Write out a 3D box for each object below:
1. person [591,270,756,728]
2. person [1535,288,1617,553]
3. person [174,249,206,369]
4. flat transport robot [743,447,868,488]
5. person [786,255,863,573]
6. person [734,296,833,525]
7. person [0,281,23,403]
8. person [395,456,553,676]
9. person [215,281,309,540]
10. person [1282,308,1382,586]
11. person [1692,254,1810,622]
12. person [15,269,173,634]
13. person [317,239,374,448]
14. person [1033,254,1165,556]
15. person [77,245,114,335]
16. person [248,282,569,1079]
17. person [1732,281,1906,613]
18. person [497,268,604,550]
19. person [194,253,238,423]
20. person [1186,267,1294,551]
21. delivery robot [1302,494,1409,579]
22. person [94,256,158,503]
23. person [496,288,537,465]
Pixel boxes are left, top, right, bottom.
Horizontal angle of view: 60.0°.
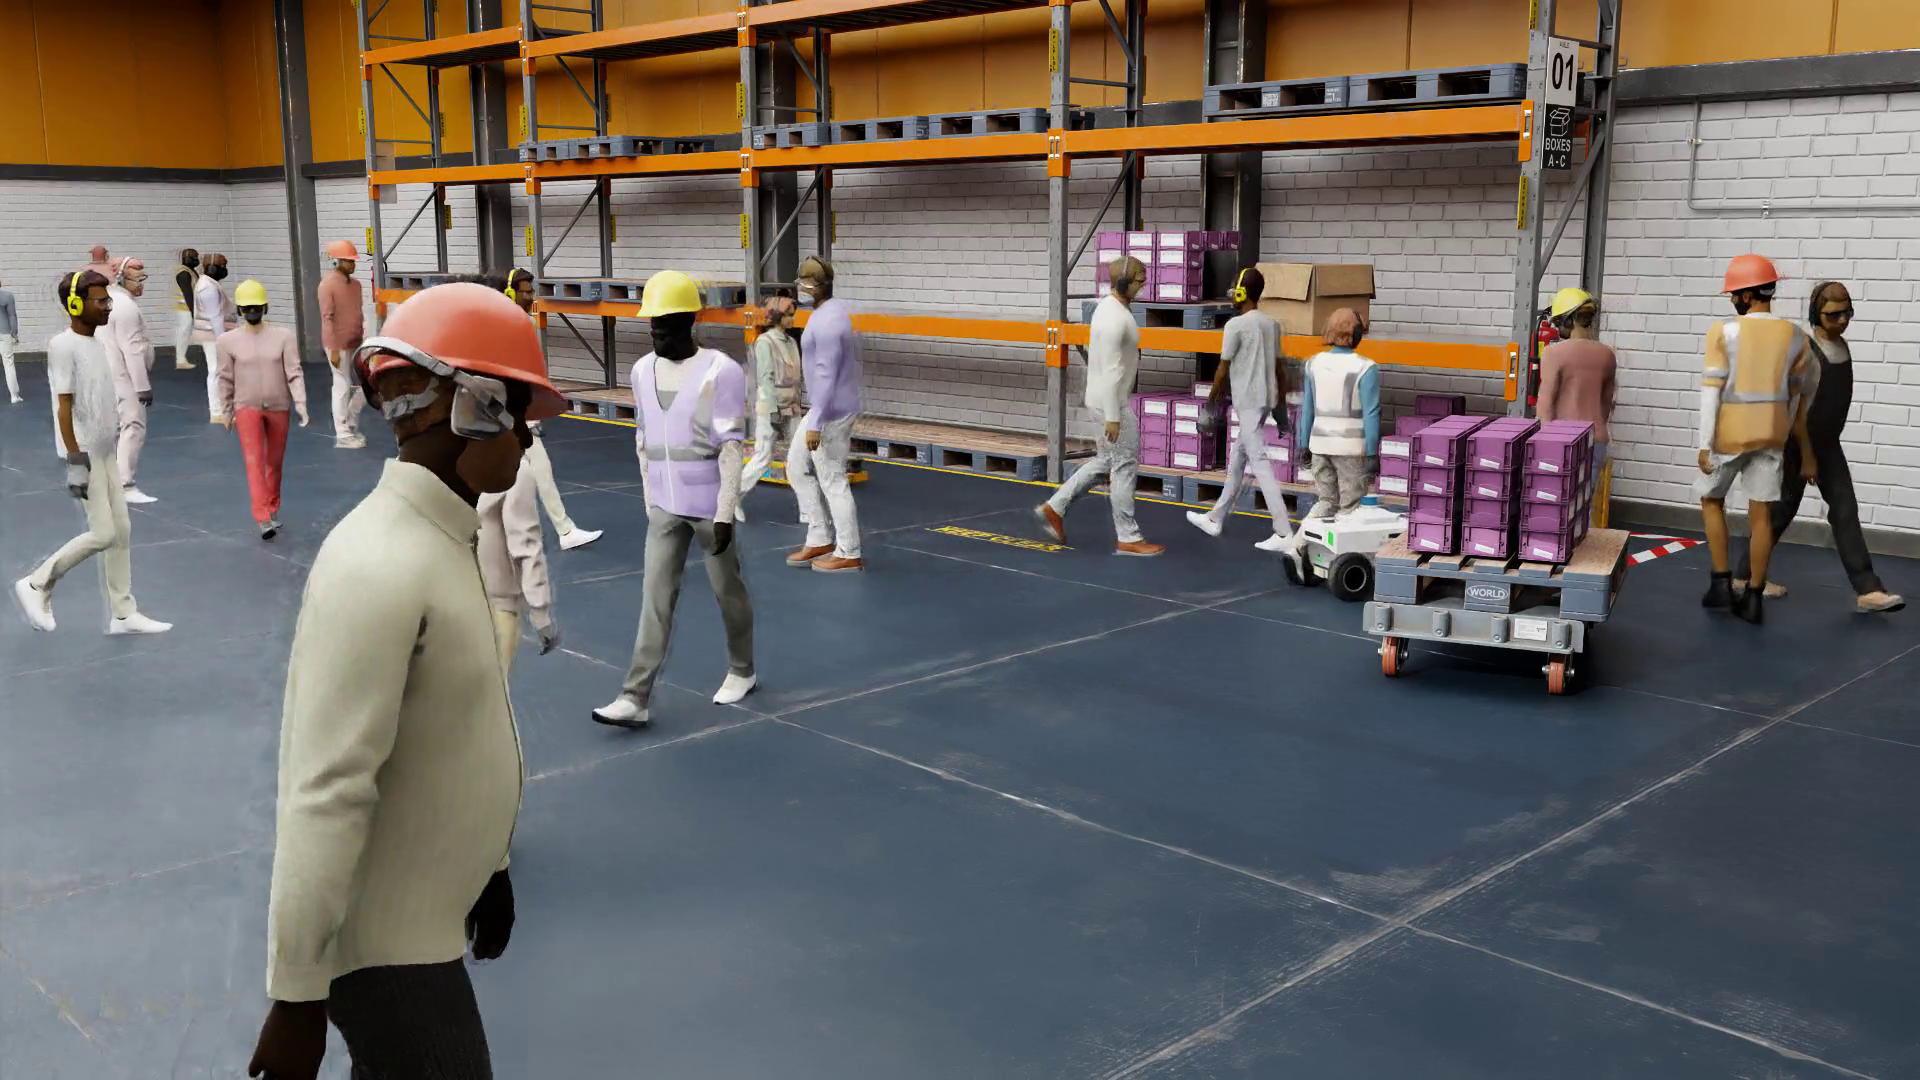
[{"bbox_3d":[-1.149,-0.168,6.905,0.605,1.872,0.995,5,12,27],"label":"person"},{"bbox_3d":[3.392,-0.527,9.249,0.552,1.722,0.478,-3,11,-18],"label":"person"},{"bbox_3d":[-11.576,-3.503,25.274,0.829,1.807,0.656,-2,11,-11],"label":"person"},{"bbox_3d":[-1.497,-0.612,13.713,1.431,0.197,0.652,9,14,40],"label":"flat transport robot"},{"bbox_3d":[-0.864,-0.726,9.880,0.631,1.901,0.667,0,10,-2],"label":"person"},{"bbox_3d":[-1.305,-0.897,11.620,0.761,1.608,0.516,5,12,26],"label":"person"},{"bbox_3d":[-11.626,-2.455,20.042,0.501,1.633,0.286,-5,11,-23],"label":"person"},{"bbox_3d":[-1.589,0.258,5.298,0.540,1.615,0.517,2,11,13],"label":"person"},{"bbox_3d":[-4.703,-0.881,11.232,0.526,1.719,0.912,-7,12,-33],"label":"person"},{"bbox_3d":[2.129,-0.501,9.410,0.483,1.619,0.537,-8,13,-36],"label":"person"},{"bbox_3d":[4.140,-0.535,8.765,0.560,1.918,0.510,1,10,6],"label":"person"},{"bbox_3d":[-4.384,-0.417,8.324,0.614,1.858,0.532,-1,10,-4],"label":"person"},{"bbox_3d":[-5.808,-1.849,15.784,0.442,1.976,0.651,3,11,16],"label":"person"},{"bbox_3d":[0.899,-0.838,10.468,0.752,1.915,0.641,1,10,4],"label":"person"},{"bbox_3d":[-12.037,-3.202,23.422,0.642,1.892,0.440,-2,11,-10],"label":"person"},{"bbox_3d":[-0.863,0.582,2.613,0.576,1.947,0.638,-2,11,-13],"label":"person"},{"bbox_3d":[4.640,-0.496,8.976,0.568,1.778,0.944,-7,12,-33],"label":"person"},{"bbox_3d":[-2.842,-0.816,10.634,1.015,1.810,0.520,2,11,10],"label":"person"},{"bbox_3d":[-7.913,-2.162,17.901,0.572,1.830,0.662,-4,11,-21],"label":"person"},{"bbox_3d":[1.859,-0.857,10.853,0.979,1.814,0.522,10,14,44],"label":"person"},{"bbox_3d":[2.310,-0.018,9.443,0.707,0.478,0.477,-4,11,-20],"label":"delivery robot"},{"bbox_3d":[-6.368,-1.205,12.618,0.473,1.868,0.785,-9,14,-41],"label":"person"},{"bbox_3d":[-3.803,-1.359,14.069,0.497,1.633,0.284,-6,12,-28],"label":"person"}]
